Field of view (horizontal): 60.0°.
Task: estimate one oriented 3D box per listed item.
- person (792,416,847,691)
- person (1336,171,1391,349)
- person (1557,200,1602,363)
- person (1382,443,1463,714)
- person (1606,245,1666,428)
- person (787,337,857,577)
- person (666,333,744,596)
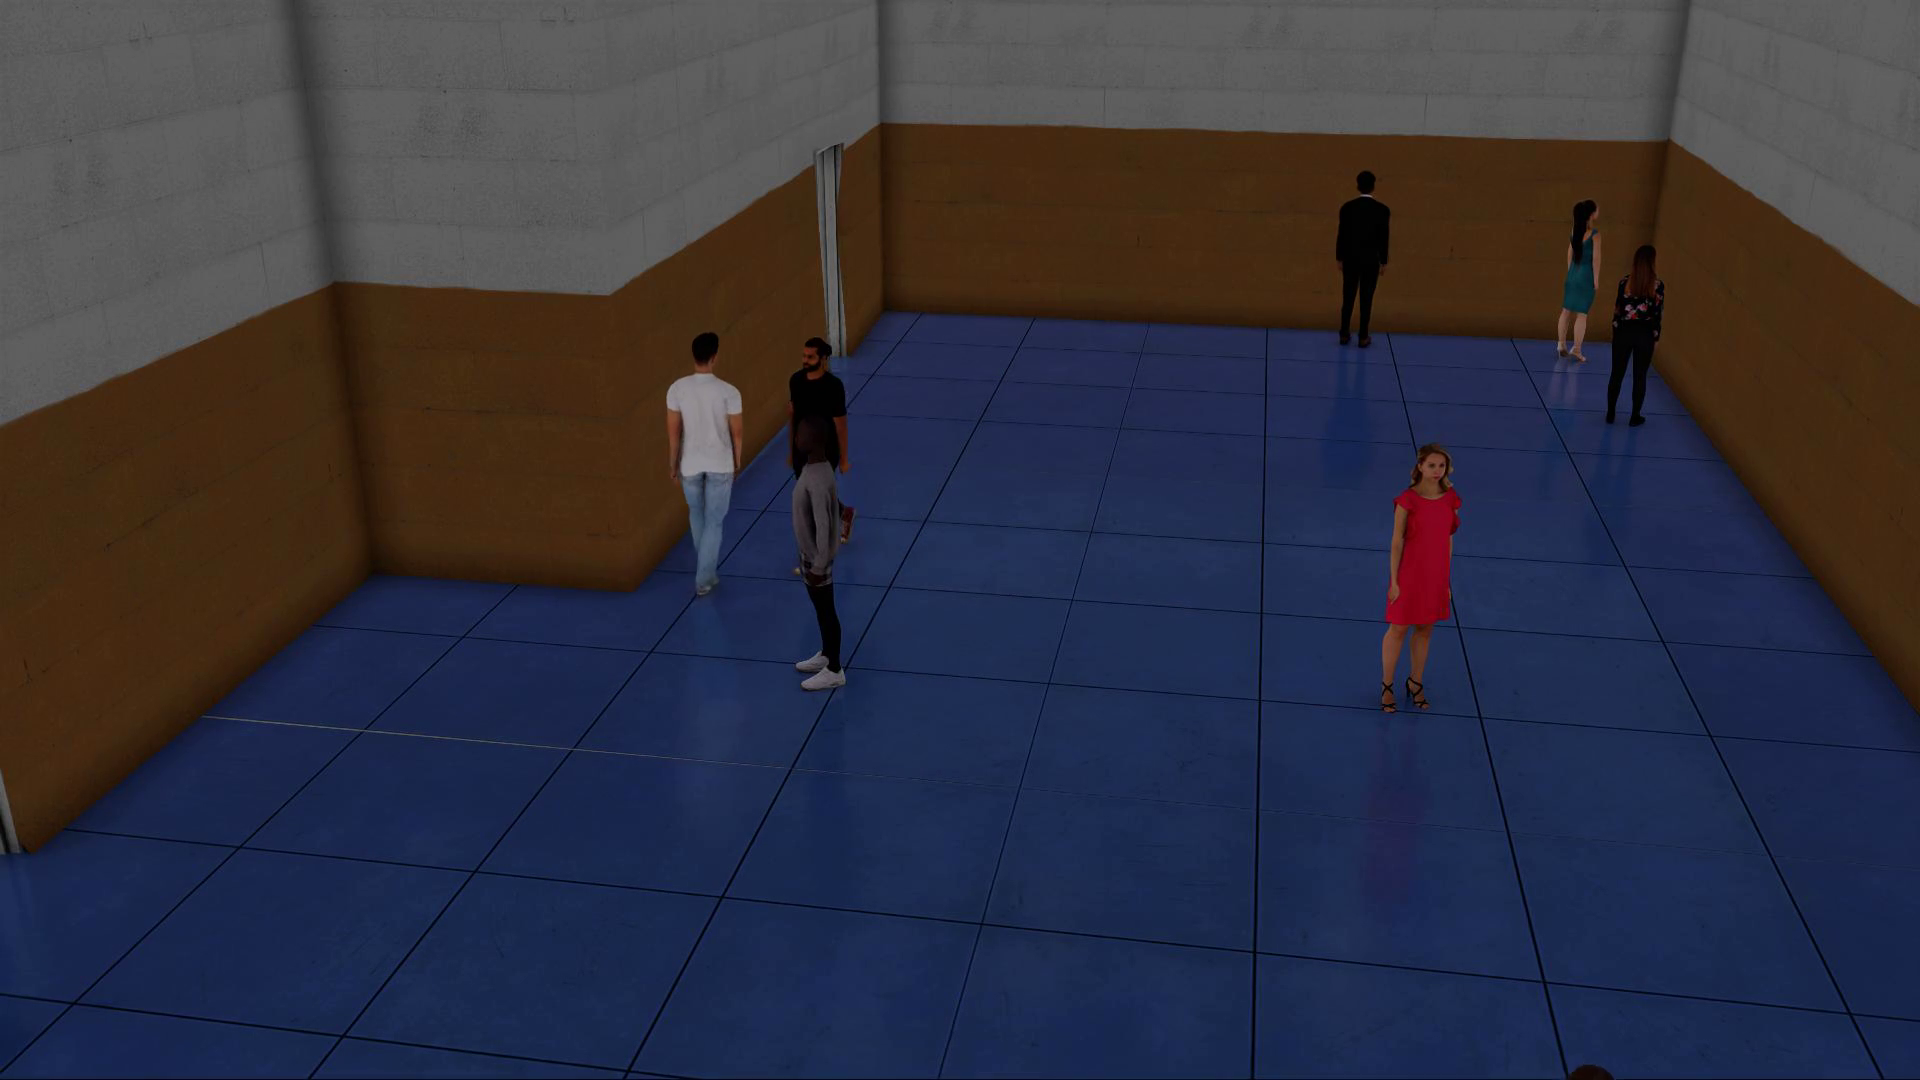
[{"bbox_3d":[-0.870,0.074,10.346,0.642,1.771,0.681,-4,22,-10],"label":"person"},{"bbox_3d":[4.326,-3.019,17.895,0.622,1.881,0.828,10,24,23],"label":"person"},{"bbox_3d":[6.491,-2.714,17.397,0.658,1.687,0.618,-12,25,-27],"label":"person"},{"bbox_3d":[2.769,0.223,10.031,0.596,1.728,0.708,-5,22,-12],"label":"person"},{"bbox_3d":[6.230,-1.889,15.350,0.570,1.683,0.701,13,26,30],"label":"person"},{"bbox_3d":[-1.001,-0.648,12.190,1.079,1.735,0.995,15,26,33],"label":"person"},{"bbox_3d":[-1.805,-0.492,11.678,0.941,1.827,0.719,3,22,7],"label":"person"}]
